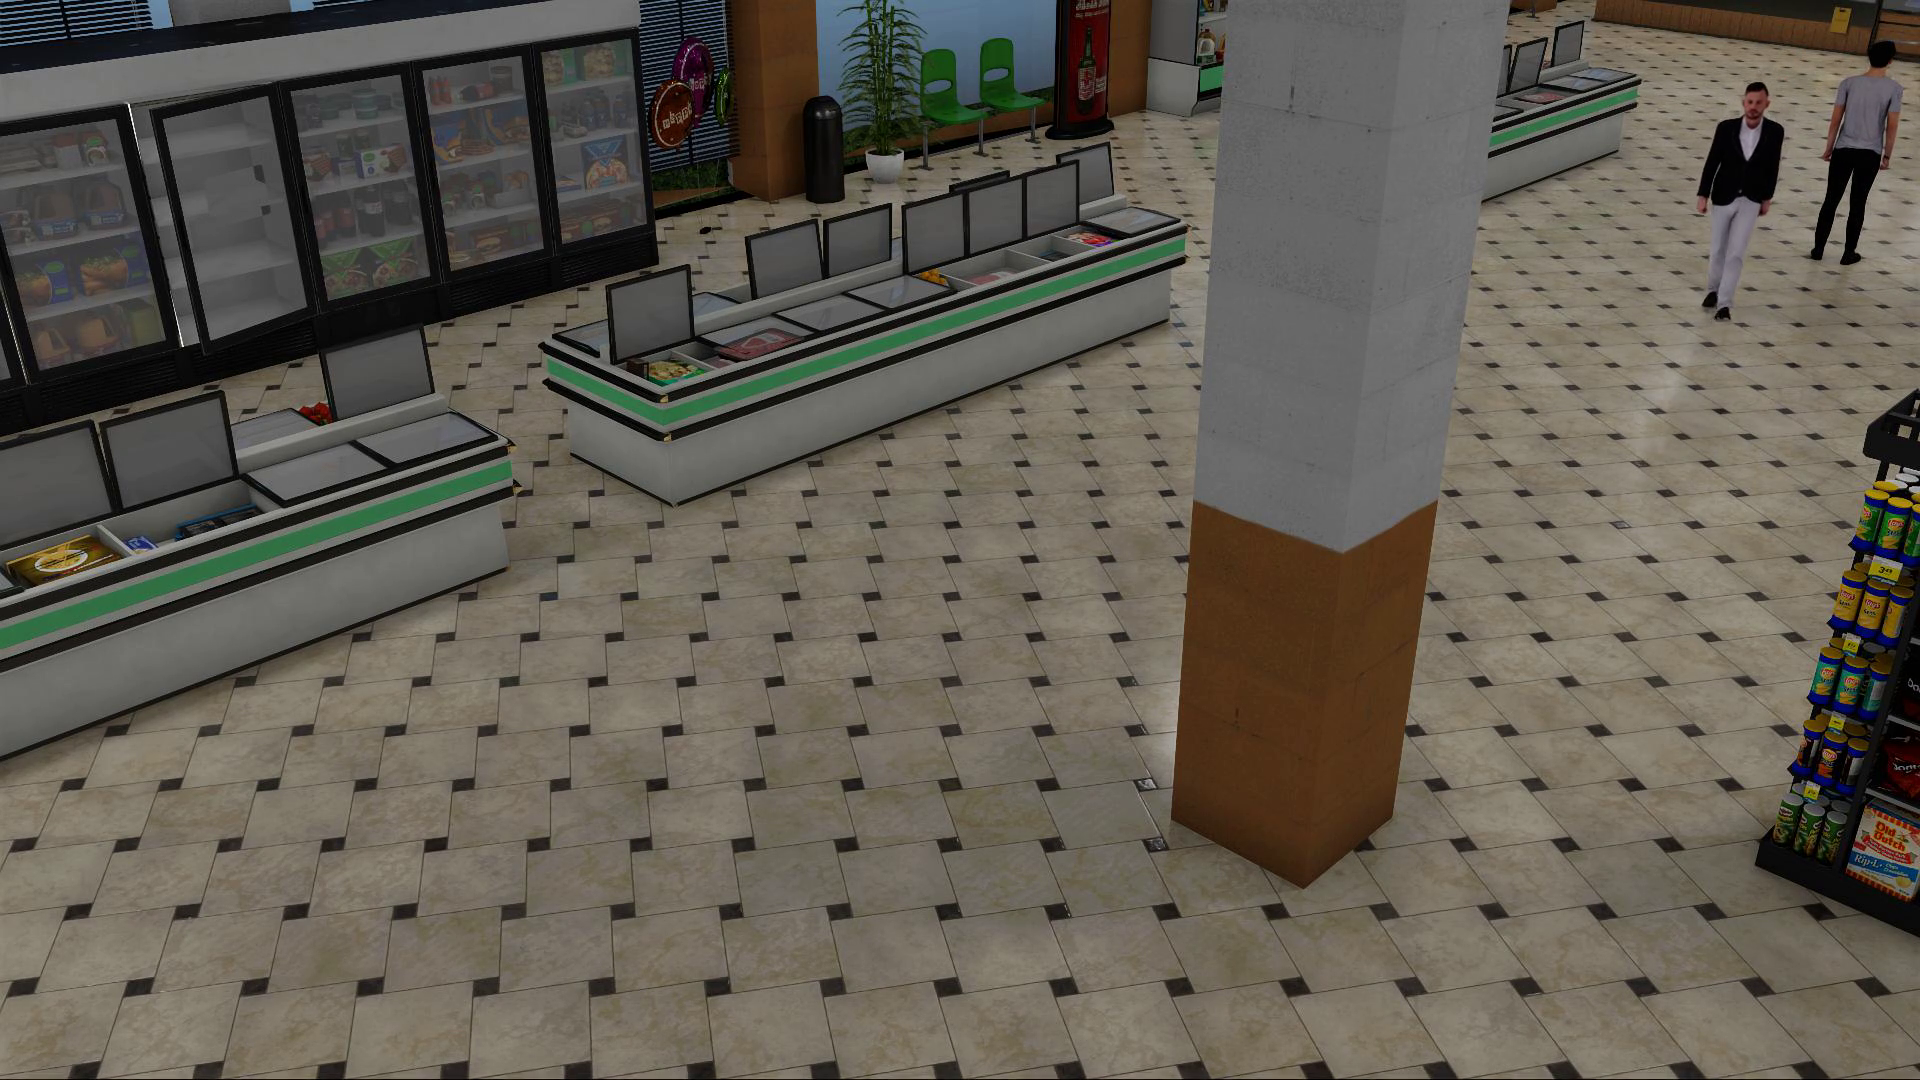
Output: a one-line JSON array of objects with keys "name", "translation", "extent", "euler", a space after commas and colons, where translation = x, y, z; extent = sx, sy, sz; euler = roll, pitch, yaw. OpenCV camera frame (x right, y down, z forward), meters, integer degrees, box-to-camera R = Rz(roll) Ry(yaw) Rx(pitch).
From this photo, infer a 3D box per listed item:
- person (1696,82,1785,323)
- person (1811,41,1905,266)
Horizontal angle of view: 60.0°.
[{"name": "person", "translation": [6.045, -2.647, 12.951], "extent": [0.930, 1.806, 1.184], "euler": [12, 29, 22]}, {"name": "person", "translation": [7.637, -3.296, 14.167], "extent": [0.701, 1.863, 0.585], "euler": [19, 32, 32]}]
